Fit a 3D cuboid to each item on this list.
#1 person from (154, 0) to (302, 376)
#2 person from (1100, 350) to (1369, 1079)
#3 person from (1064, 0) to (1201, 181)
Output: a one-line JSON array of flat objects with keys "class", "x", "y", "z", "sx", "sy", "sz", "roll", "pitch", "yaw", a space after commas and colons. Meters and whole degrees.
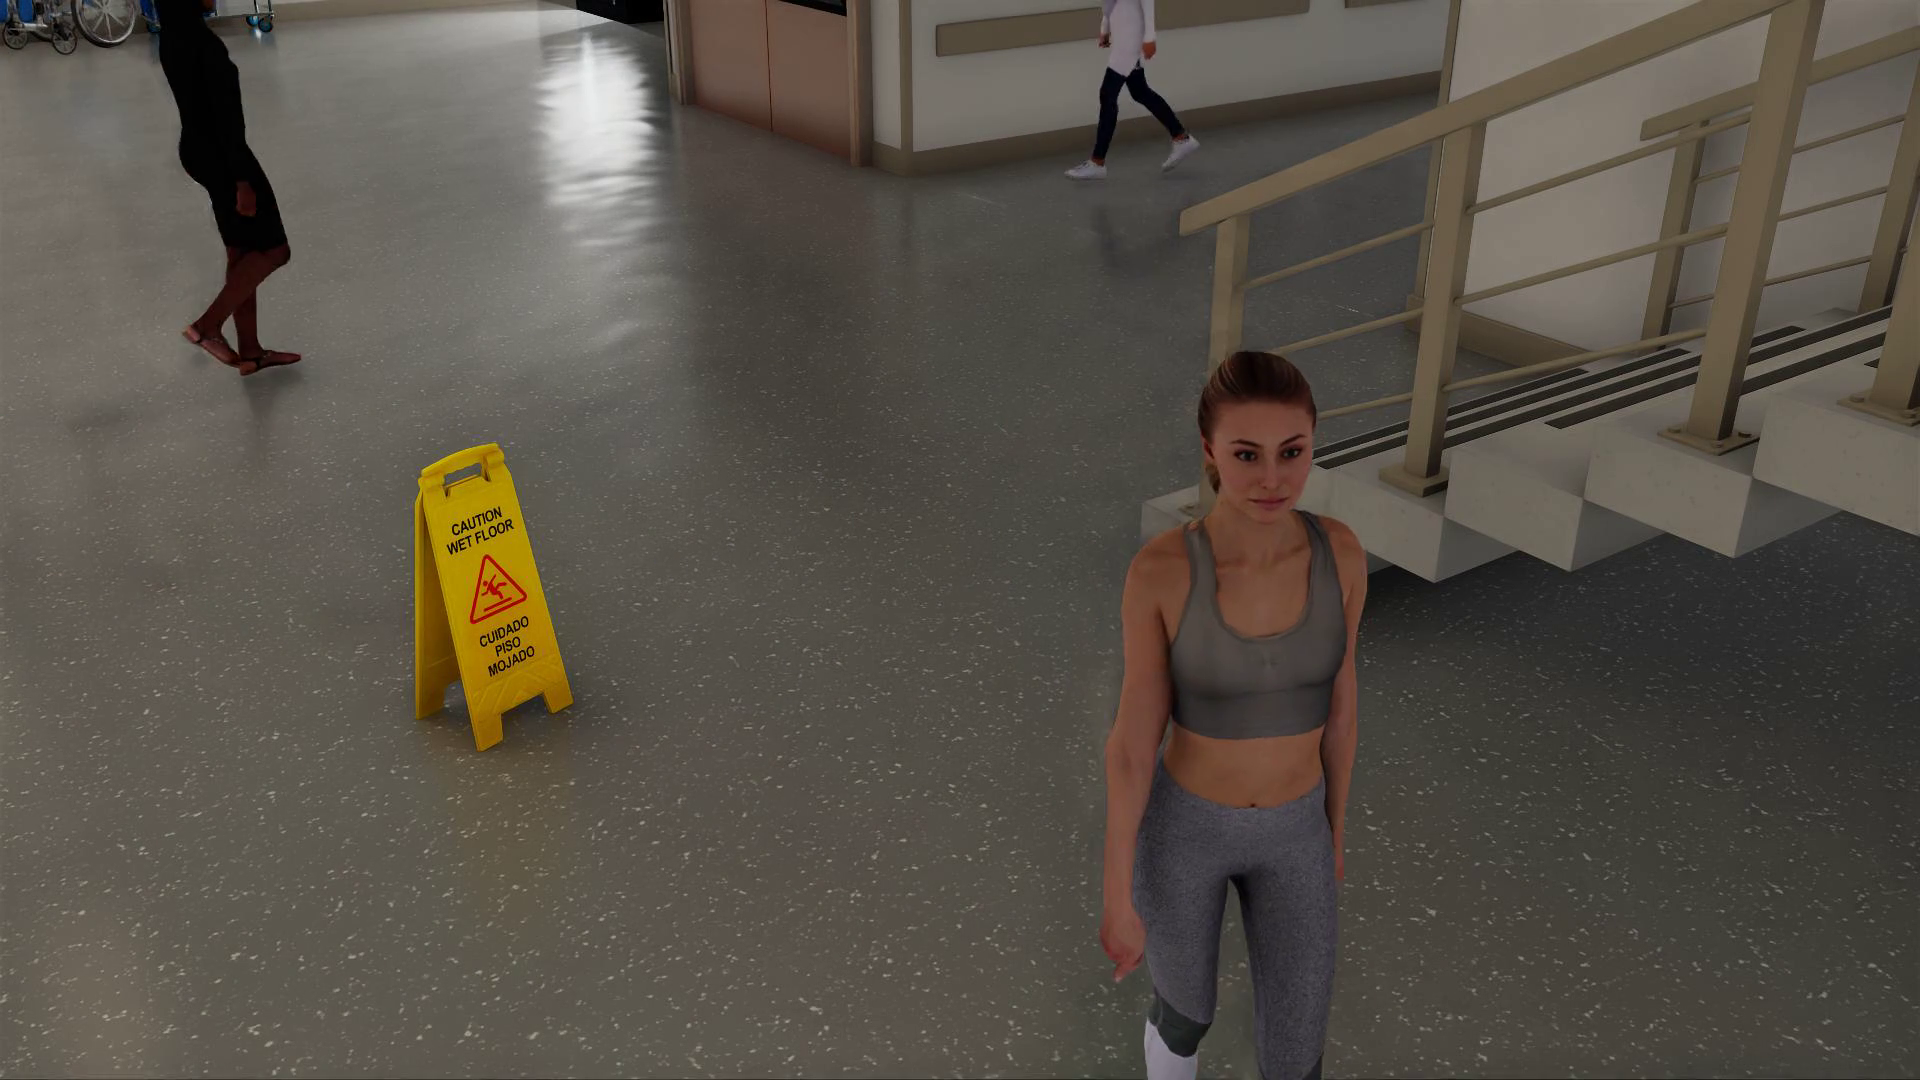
[{"class": "person", "x": -3.065, "y": -1.457, "z": 6.736, "sx": 0.720, "sy": 1.708, "sz": 0.648, "roll": -20, "pitch": 32, "yaw": -35}, {"class": "person", "x": 0.422, "y": 0.471, "z": 2.756, "sx": 0.802, "sy": 1.692, "sz": 0.926, "roll": -4, "pitch": 26, "yaw": -9}, {"class": "person", "x": 1.101, "y": -3.012, "z": 9.922, "sx": 0.938, "sy": 1.741, "sz": 1.133, "roll": -6, "pitch": 26, "yaw": -12}]
